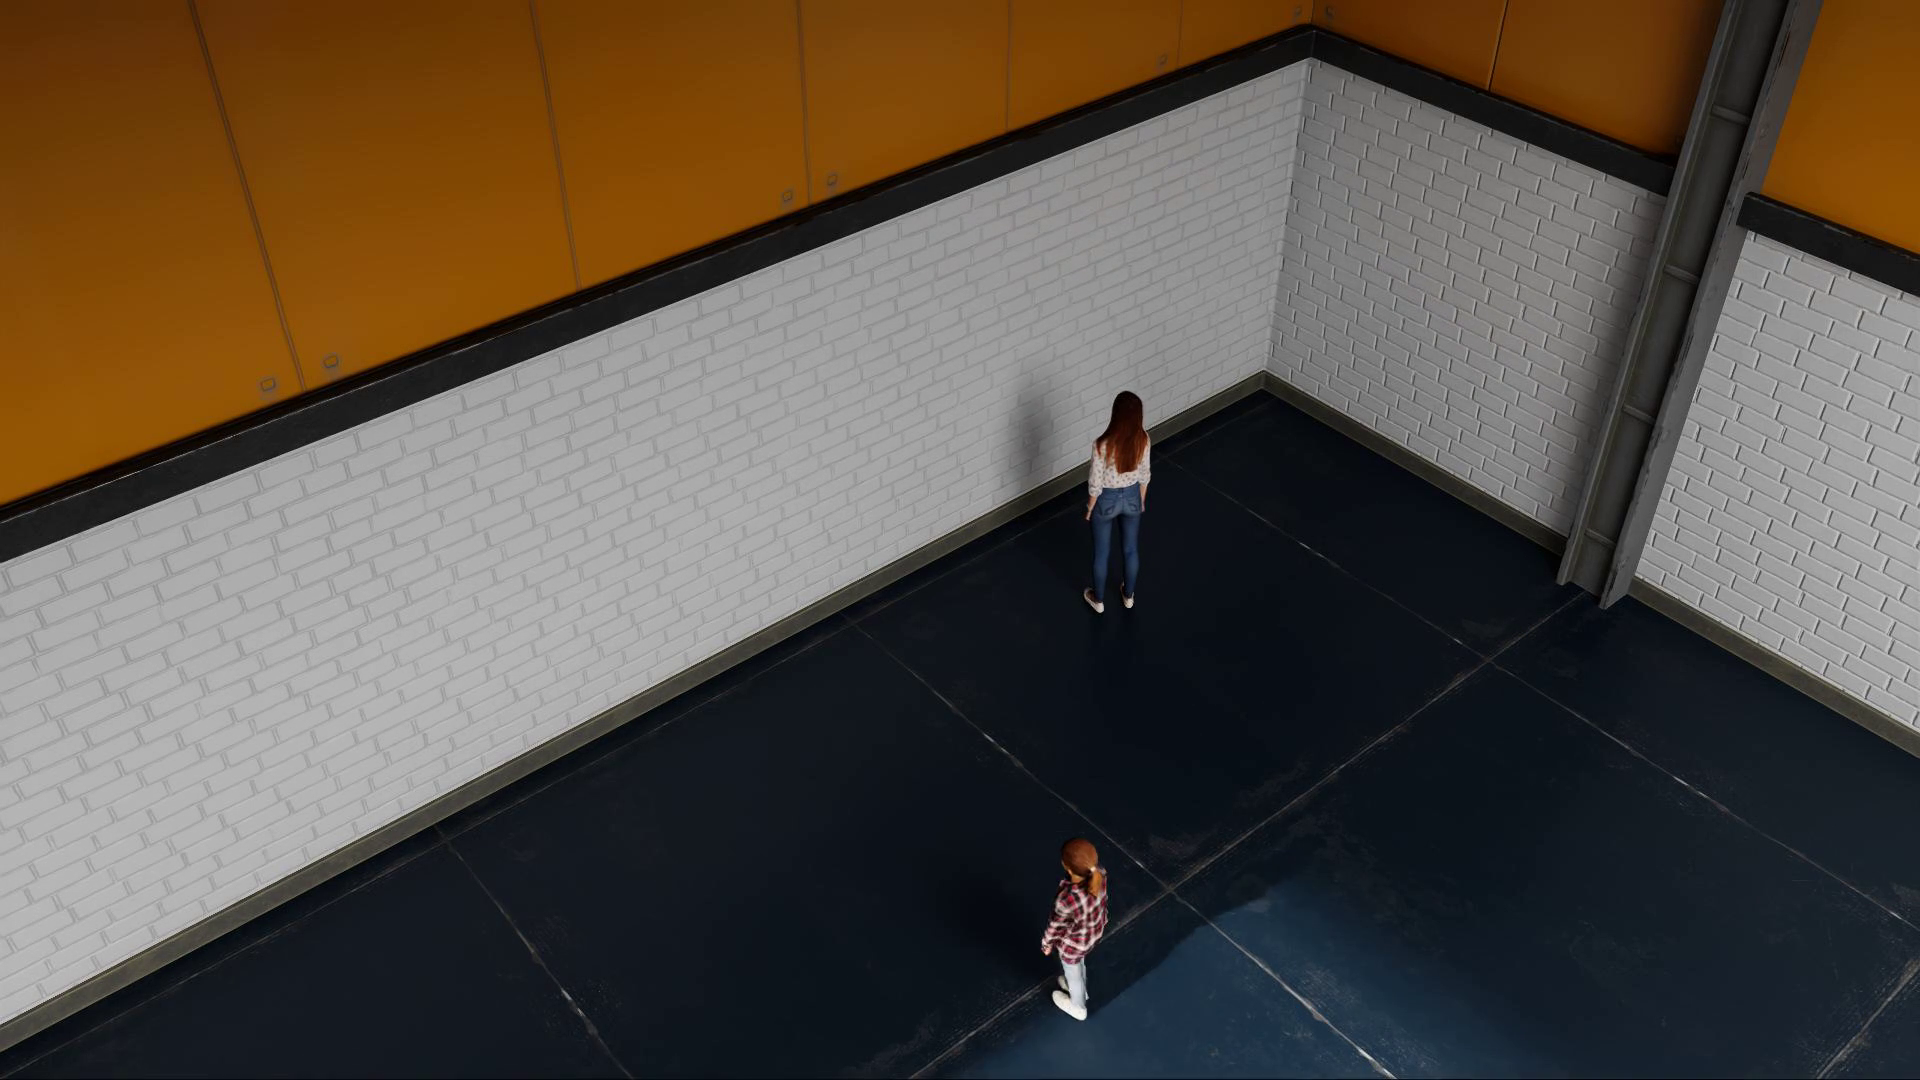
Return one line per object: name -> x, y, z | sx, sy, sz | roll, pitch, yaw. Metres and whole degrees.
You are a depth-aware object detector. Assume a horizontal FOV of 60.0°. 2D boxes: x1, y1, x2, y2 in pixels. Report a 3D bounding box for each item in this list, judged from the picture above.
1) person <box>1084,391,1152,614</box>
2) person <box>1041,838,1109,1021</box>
person -> 1.032, -0.250, 10.930 | 0.654, 1.727, 0.648 | -8, 39, -10
person -> 0.643, 2.011, 8.441 | 0.551, 1.299, 0.566 | 30, 48, 32
